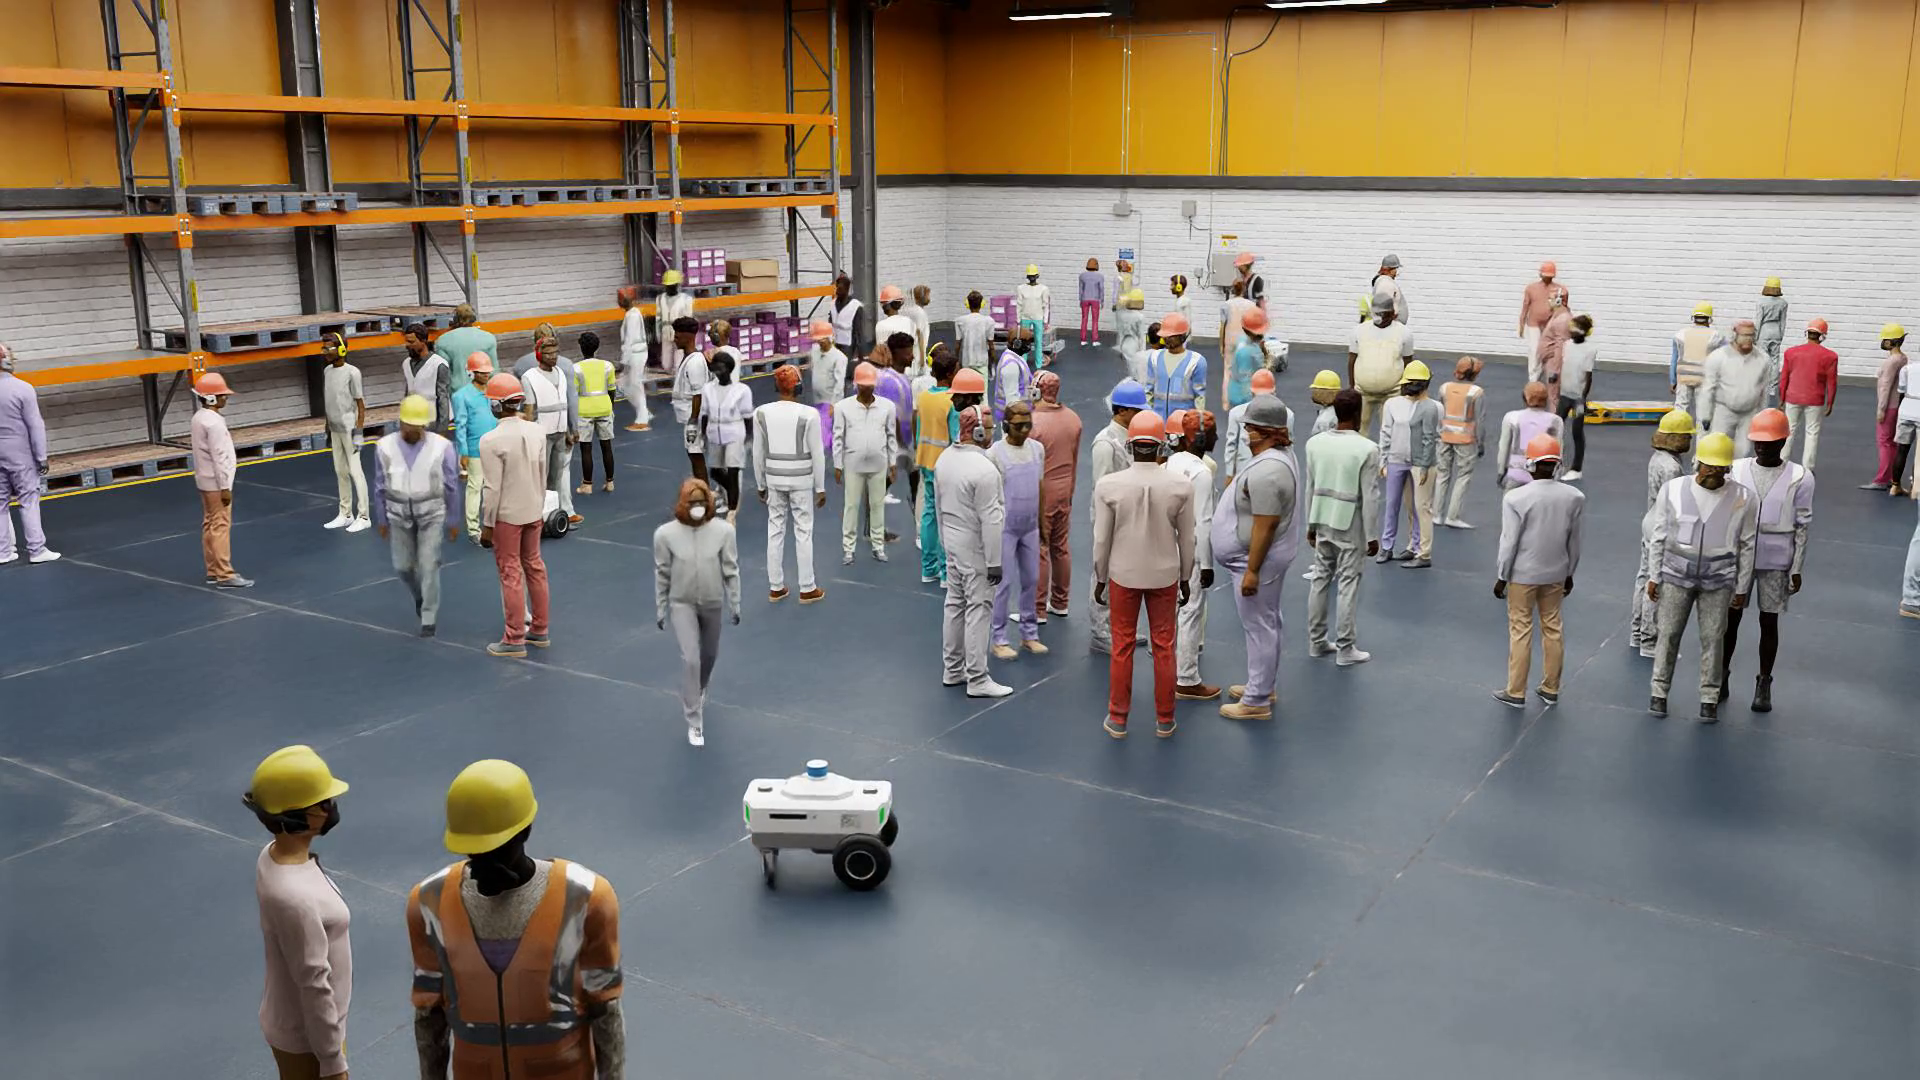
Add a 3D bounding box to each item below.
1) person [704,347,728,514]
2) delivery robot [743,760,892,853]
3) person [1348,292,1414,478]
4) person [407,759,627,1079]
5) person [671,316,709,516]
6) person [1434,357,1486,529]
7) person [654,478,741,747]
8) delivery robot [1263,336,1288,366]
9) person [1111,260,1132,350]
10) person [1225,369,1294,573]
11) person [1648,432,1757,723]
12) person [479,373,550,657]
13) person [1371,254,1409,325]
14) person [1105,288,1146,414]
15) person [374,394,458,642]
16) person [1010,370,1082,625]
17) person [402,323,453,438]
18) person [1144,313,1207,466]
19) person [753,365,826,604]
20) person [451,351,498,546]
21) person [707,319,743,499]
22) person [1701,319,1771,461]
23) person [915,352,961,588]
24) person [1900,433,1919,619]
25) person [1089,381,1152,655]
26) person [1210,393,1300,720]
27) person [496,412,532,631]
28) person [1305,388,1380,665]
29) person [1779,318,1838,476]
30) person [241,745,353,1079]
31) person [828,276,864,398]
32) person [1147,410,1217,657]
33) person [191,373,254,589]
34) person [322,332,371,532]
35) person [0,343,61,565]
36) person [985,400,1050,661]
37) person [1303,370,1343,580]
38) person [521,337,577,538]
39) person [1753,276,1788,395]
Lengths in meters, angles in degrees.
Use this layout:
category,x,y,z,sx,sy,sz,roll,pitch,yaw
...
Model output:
category,x,y,z,sx,sy,sz,roll,pitch,yaw
person,-2.354,-1.081,16.373,0.310,1.640,0.514,-3,13,-14
delivery robot,-0.695,1.319,8.136,0.707,0.478,0.477,1,13,3
person,4.566,-1.692,18.146,0.683,2.000,0.536,5,14,20
person,-1.205,1.501,4.577,0.587,1.917,0.400,0,13,2
person,-2.605,-1.192,16.143,0.367,1.965,0.607,-3,13,-13
person,4.686,-0.922,15.717,0.324,1.629,0.582,-10,16,-36
person,-1.607,0.379,10.149,0.507,1.605,0.765,-4,14,-18
delivery robot,5.127,-3.104,27.320,0.477,0.478,0.707,7,15,27
person,2.956,-4.278,30.265,0.315,1.631,0.519,11,17,39
person,2.496,-0.566,13.894,0.572,1.746,0.347,2,13,8
person,4.578,0.229,10.298,0.597,1.825,0.403,6,14,24
person,-3.132,-0.175,11.665,0.380,1.994,0.618,6,14,25
person,6.445,-3.261,24.951,0.536,2.000,0.676,0,13,1
person,2.298,-2.565,22.669,0.750,1.709,0.492,-8,15,-30
person,-3.955,-0.188,12.162,0.600,1.802,0.568,-1,13,-5
person,0.620,-0.320,12.488,0.407,1.908,0.641,11,17,40
person,-5.105,-1.132,16.009,0.589,1.911,0.387,9,15,33
person,2.001,-1.114,15.648,0.608,2.039,0.374,7,15,29
person,-1.324,-0.431,13.023,0.584,1.882,0.349,4,13,16
person,-4.305,-0.835,15.057,0.330,1.750,0.572,8,15,31
person,-2.425,-1.337,17.034,0.345,1.846,0.506,6,14,23
person,7.756,-1.276,16.685,0.641,1.891,0.542,1,13,3
person,-0.148,-0.570,13.546,0.393,1.920,0.587,-9,16,-34
person,7.446,-0.389,12.613,0.403,1.983,0.617,9,16,33
person,1.128,-0.160,11.729,0.416,1.939,0.605,7,15,29
person,1.831,0.095,10.396,0.538,2.000,0.687,4,14,18
person,-3.262,-0.129,12.235,0.309,1.644,0.513,0,13,-2
person,2.620,-0.091,11.499,0.399,1.915,0.592,-10,16,-37
person,9.291,-1.558,18.232,0.574,1.737,0.354,10,16,37
person,-1.946,1.470,5.028,0.306,1.772,0.525,-7,15,-29
person,-1.538,-2.680,22.766,0.596,1.890,0.909,12,18,42
person,1.525,-0.034,11.580,0.560,1.753,0.327,-11,17,-39
person,-6.035,-0.487,13.543,0.339,1.752,0.564,-10,16,-36
person,-5.781,-1.012,15.570,0.530,1.871,0.323,8,15,31
person,-8.145,-0.732,14.281,0.652,1.904,0.402,0,13,0
person,0.385,-0.070,11.570,0.524,1.833,0.339,-8,15,-32
person,3.022,-0.538,13.790,0.322,1.743,0.489,6,14,24
person,-3.824,-0.961,15.401,0.373,1.843,0.571,6,14,24
person,11.861,-2.990,24.428,0.493,1.743,0.295,-2,13,-7
